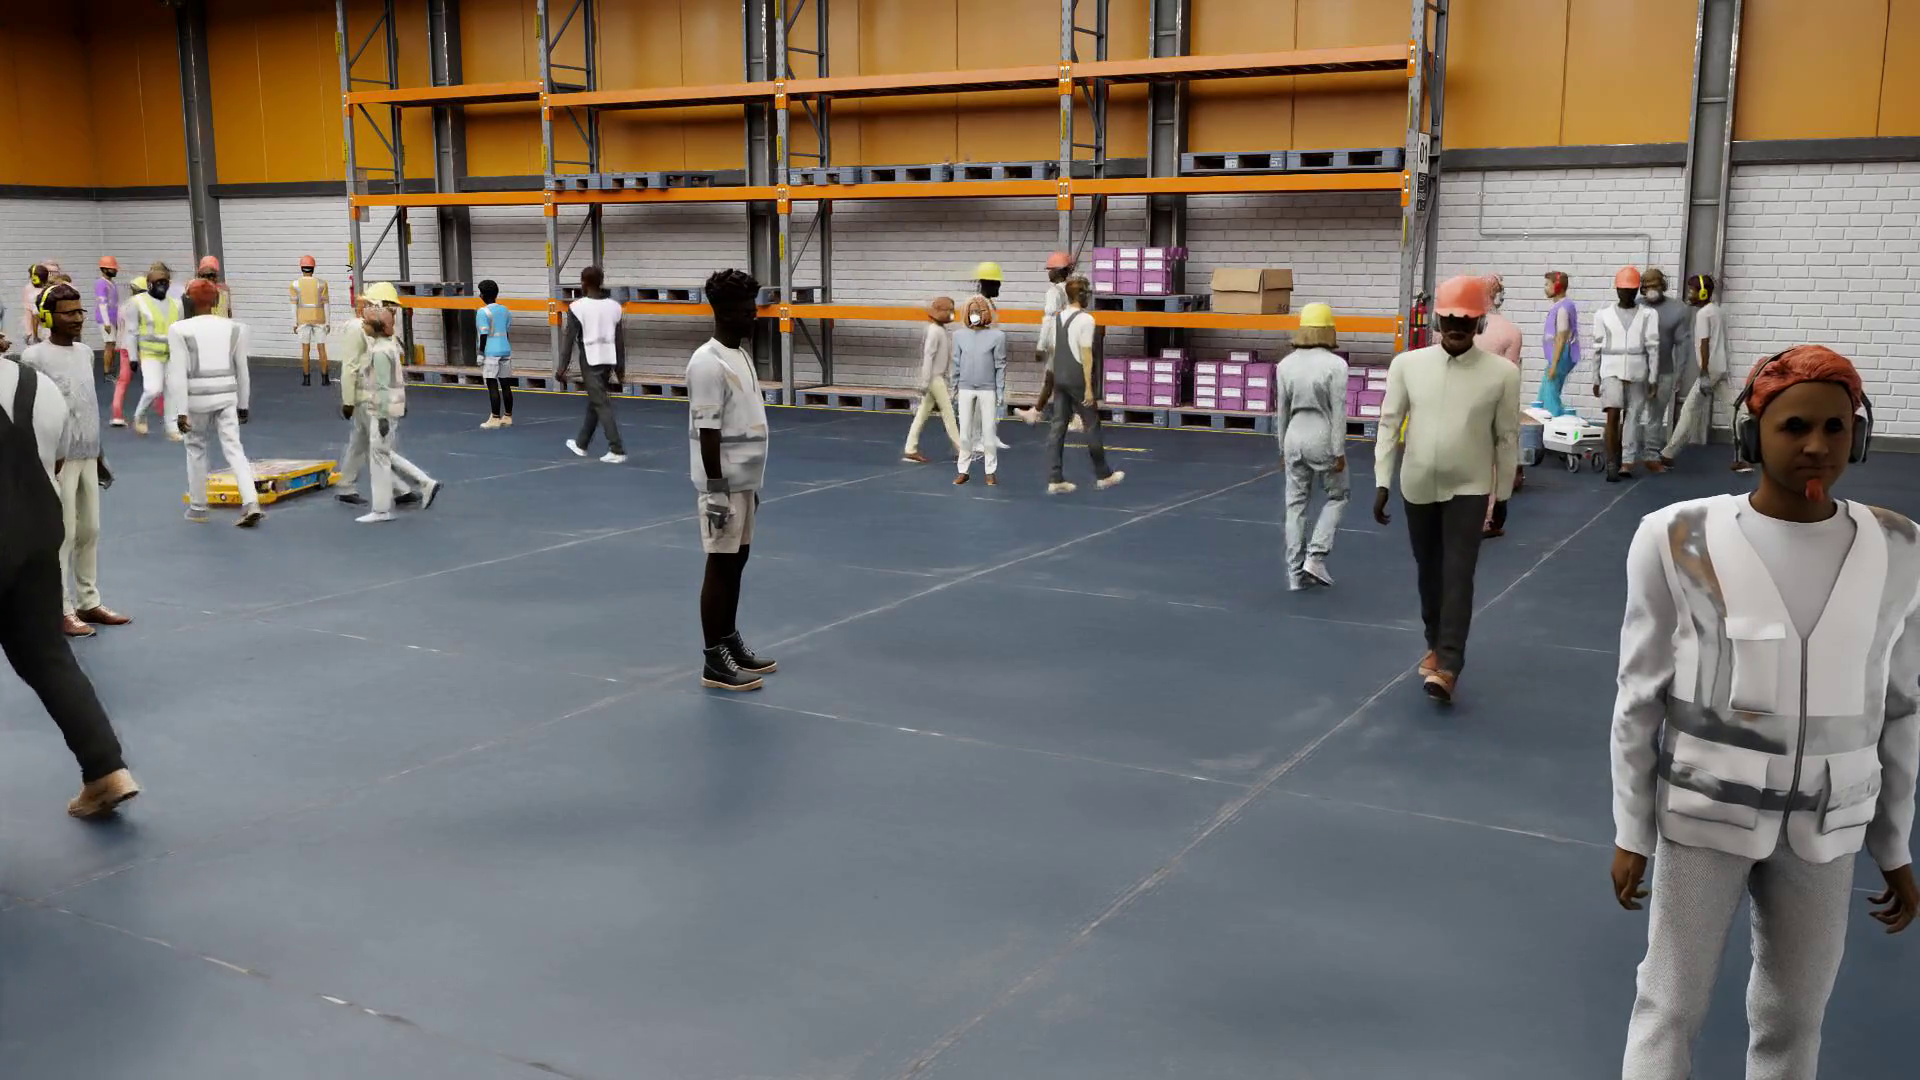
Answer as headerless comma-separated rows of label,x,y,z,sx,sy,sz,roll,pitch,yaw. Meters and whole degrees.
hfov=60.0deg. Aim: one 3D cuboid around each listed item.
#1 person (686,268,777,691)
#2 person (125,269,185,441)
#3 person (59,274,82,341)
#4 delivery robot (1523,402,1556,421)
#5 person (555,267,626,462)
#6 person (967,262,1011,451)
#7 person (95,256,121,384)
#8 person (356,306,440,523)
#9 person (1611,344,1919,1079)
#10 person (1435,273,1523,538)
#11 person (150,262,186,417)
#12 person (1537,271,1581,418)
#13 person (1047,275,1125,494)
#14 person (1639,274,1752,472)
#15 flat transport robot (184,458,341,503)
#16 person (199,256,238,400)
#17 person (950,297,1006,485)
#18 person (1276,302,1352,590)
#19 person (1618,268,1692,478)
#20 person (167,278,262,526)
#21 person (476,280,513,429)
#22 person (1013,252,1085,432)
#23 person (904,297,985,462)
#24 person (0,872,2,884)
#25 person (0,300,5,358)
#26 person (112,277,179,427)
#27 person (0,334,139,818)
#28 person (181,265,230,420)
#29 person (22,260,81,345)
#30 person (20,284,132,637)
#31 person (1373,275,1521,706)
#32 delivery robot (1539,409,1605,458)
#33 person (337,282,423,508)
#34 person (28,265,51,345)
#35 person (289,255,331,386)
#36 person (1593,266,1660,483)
person,-1.078,-0.288,7.836,0.361,1.963,0.614,1,10,7
person,-8.520,-1.952,17.655,0.546,1.831,0.632,6,12,31
person,-14.930,-3.644,27.857,0.521,1.587,0.598,-1,10,-7
delivery robot,5.609,-1.106,16.195,0.477,0.478,0.707,-1,10,-4
person,-3.565,-1.695,16.093,1.001,1.862,0.606,8,13,38
person,0.314,-1.818,16.647,0.569,1.906,0.625,2,10,10
person,-12.834,-3.321,25.137,0.403,1.929,0.552,-2,10,-12
person,-4.270,-0.940,12.475,0.528,1.625,0.527,-2,10,-11
person,1.553,0.569,3.223,0.574,1.883,0.355,1,10,6
person,3.583,-0.918,11.622,0.644,1.887,0.765,8,13,39
person,-9.732,-2.484,20.548,0.658,1.892,1.036,1,10,6
person,5.951,-1.758,16.562,0.445,1.832,0.587,3,10,16
person,1.059,-1.304,14.011,0.852,1.814,0.540,-8,13,-40
person,6.863,-1.527,15.319,0.993,1.801,0.644,10,14,43
flat transport robot,-5.767,-0.505,13.860,0.652,0.197,1.431,1,10,5
person,-10.098,-2.852,22.426,1.039,1.945,0.649,8,13,38
person,0.151,-1.287,14.433,0.500,1.633,0.280,2,10,12
person,2.123,-0.558,9.991,0.497,1.729,0.387,9,13,42
person,6.178,-1.487,14.933,0.650,1.868,0.891,2,10,11
person,-5.504,-1.013,12.298,0.949,1.849,0.585,9,13,41
person,-5.302,-2.108,18.918,0.319,1.693,0.532,4,11,20
person,1.026,-2.215,18.665,1.011,1.991,0.634,5,11,28
person,-0.165,-1.515,15.849,0.842,1.584,0.509,1,10,7
person,-3.307,0.153,5.152,0.605,2.033,0.392,3,11,18
person,-13.202,-2.716,22.579,0.513,1.616,0.521,5,11,28
person,-9.450,-2.169,19.208,0.606,1.704,0.910,5,11,24
person,-3.452,0.017,5.897,0.966,2.000,0.681,4,11,21
person,-8.968,-2.358,19.921,0.430,1.841,0.624,5,11,28
person,-11.963,-2.735,21.919,0.673,1.880,0.620,-5,11,-25
person,-4.734,-0.426,8.892,0.315,1.869,0.534,1,10,8
person,2.224,-0.239,7.663,0.610,1.924,1.062,5,11,26
delivery robot,5.664,-0.978,15.473,0.477,0.478,0.707,-2,10,-14
person,-4.599,-1.135,13.152,0.841,1.781,0.616,1,10,4
person,-11.129,-2.458,20.474,0.535,1.849,0.559,4,11,23
person,-9.644,-3.255,24.719,0.545,1.938,0.362,-4,11,-21
person,5.935,-1.493,14.866,0.556,1.902,0.948,3,10,17
